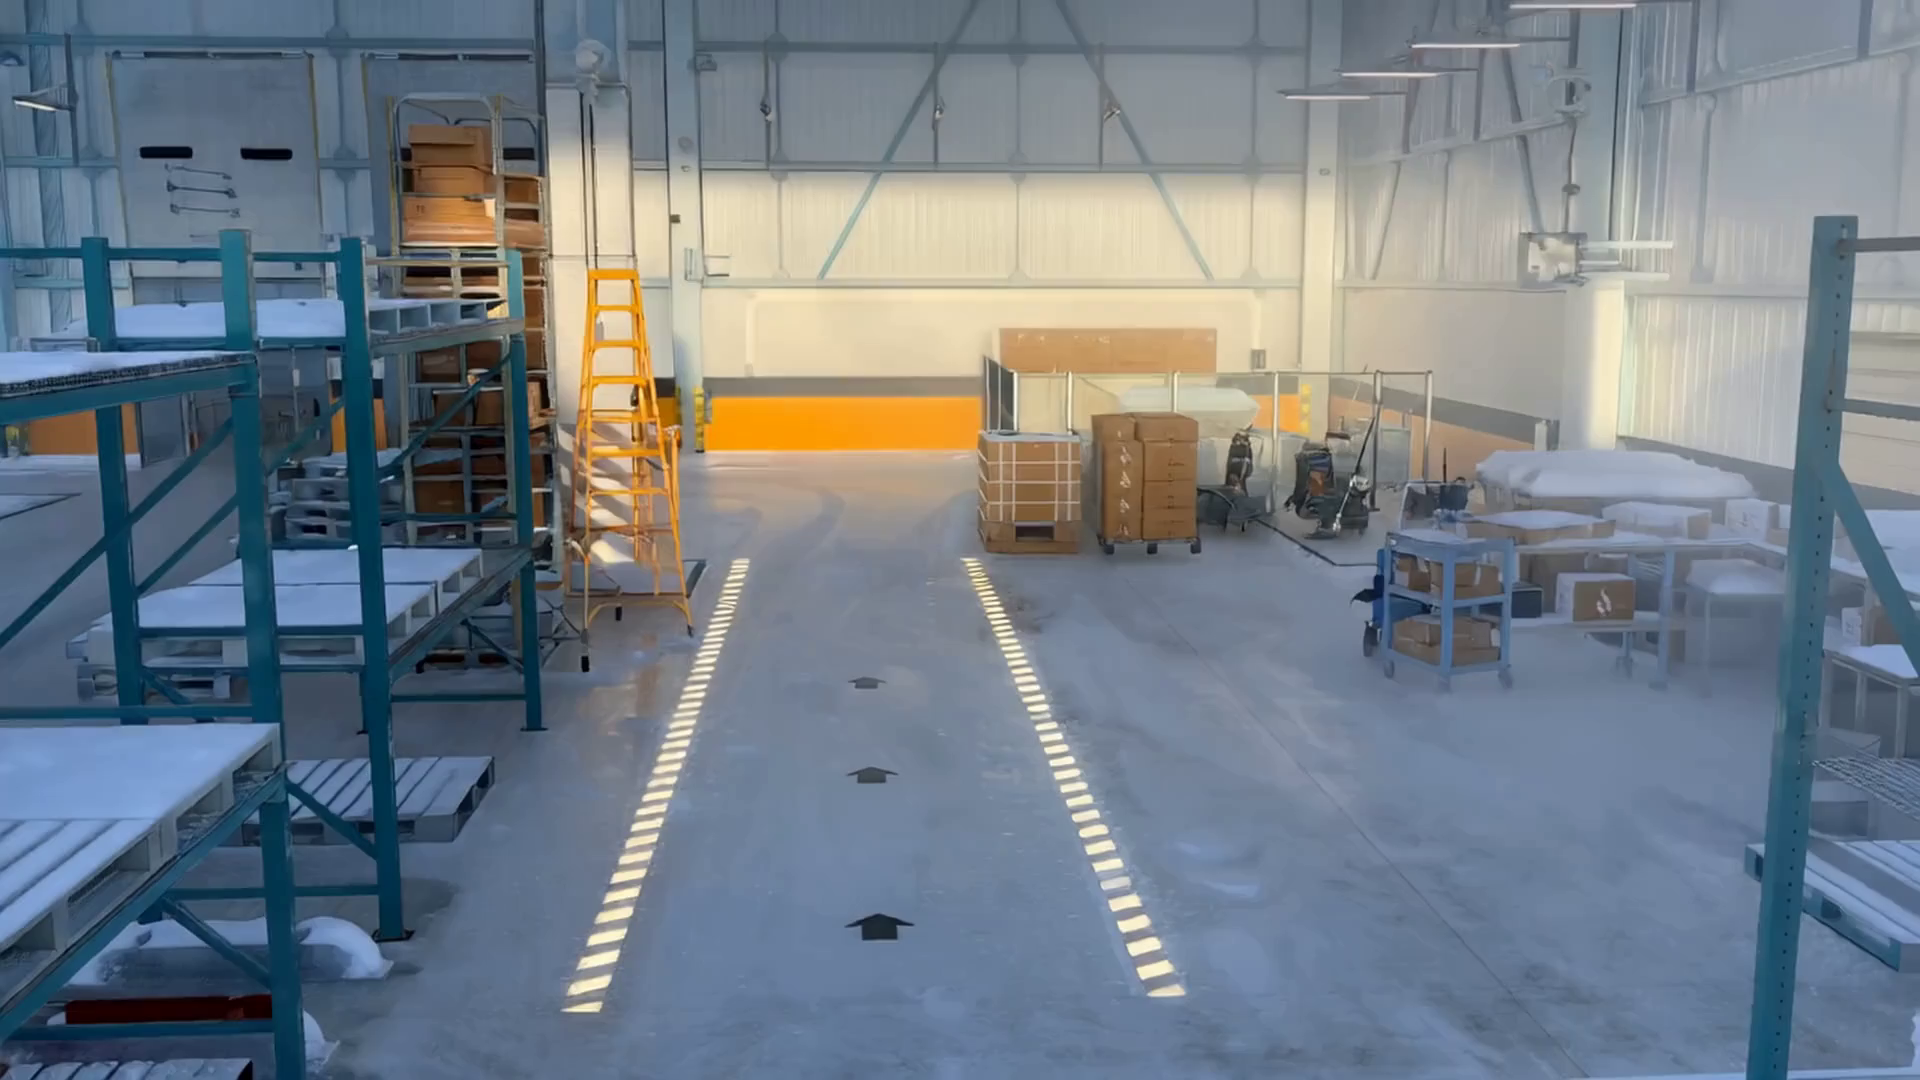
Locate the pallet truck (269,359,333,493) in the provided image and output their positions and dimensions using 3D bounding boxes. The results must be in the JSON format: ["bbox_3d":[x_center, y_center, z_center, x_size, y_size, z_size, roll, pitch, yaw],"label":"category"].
[{"bbox_3d":[-7.062,-1.131,18.996,1.885,1.965,0.823,2,9,13],"label":"pallet truck"}]
